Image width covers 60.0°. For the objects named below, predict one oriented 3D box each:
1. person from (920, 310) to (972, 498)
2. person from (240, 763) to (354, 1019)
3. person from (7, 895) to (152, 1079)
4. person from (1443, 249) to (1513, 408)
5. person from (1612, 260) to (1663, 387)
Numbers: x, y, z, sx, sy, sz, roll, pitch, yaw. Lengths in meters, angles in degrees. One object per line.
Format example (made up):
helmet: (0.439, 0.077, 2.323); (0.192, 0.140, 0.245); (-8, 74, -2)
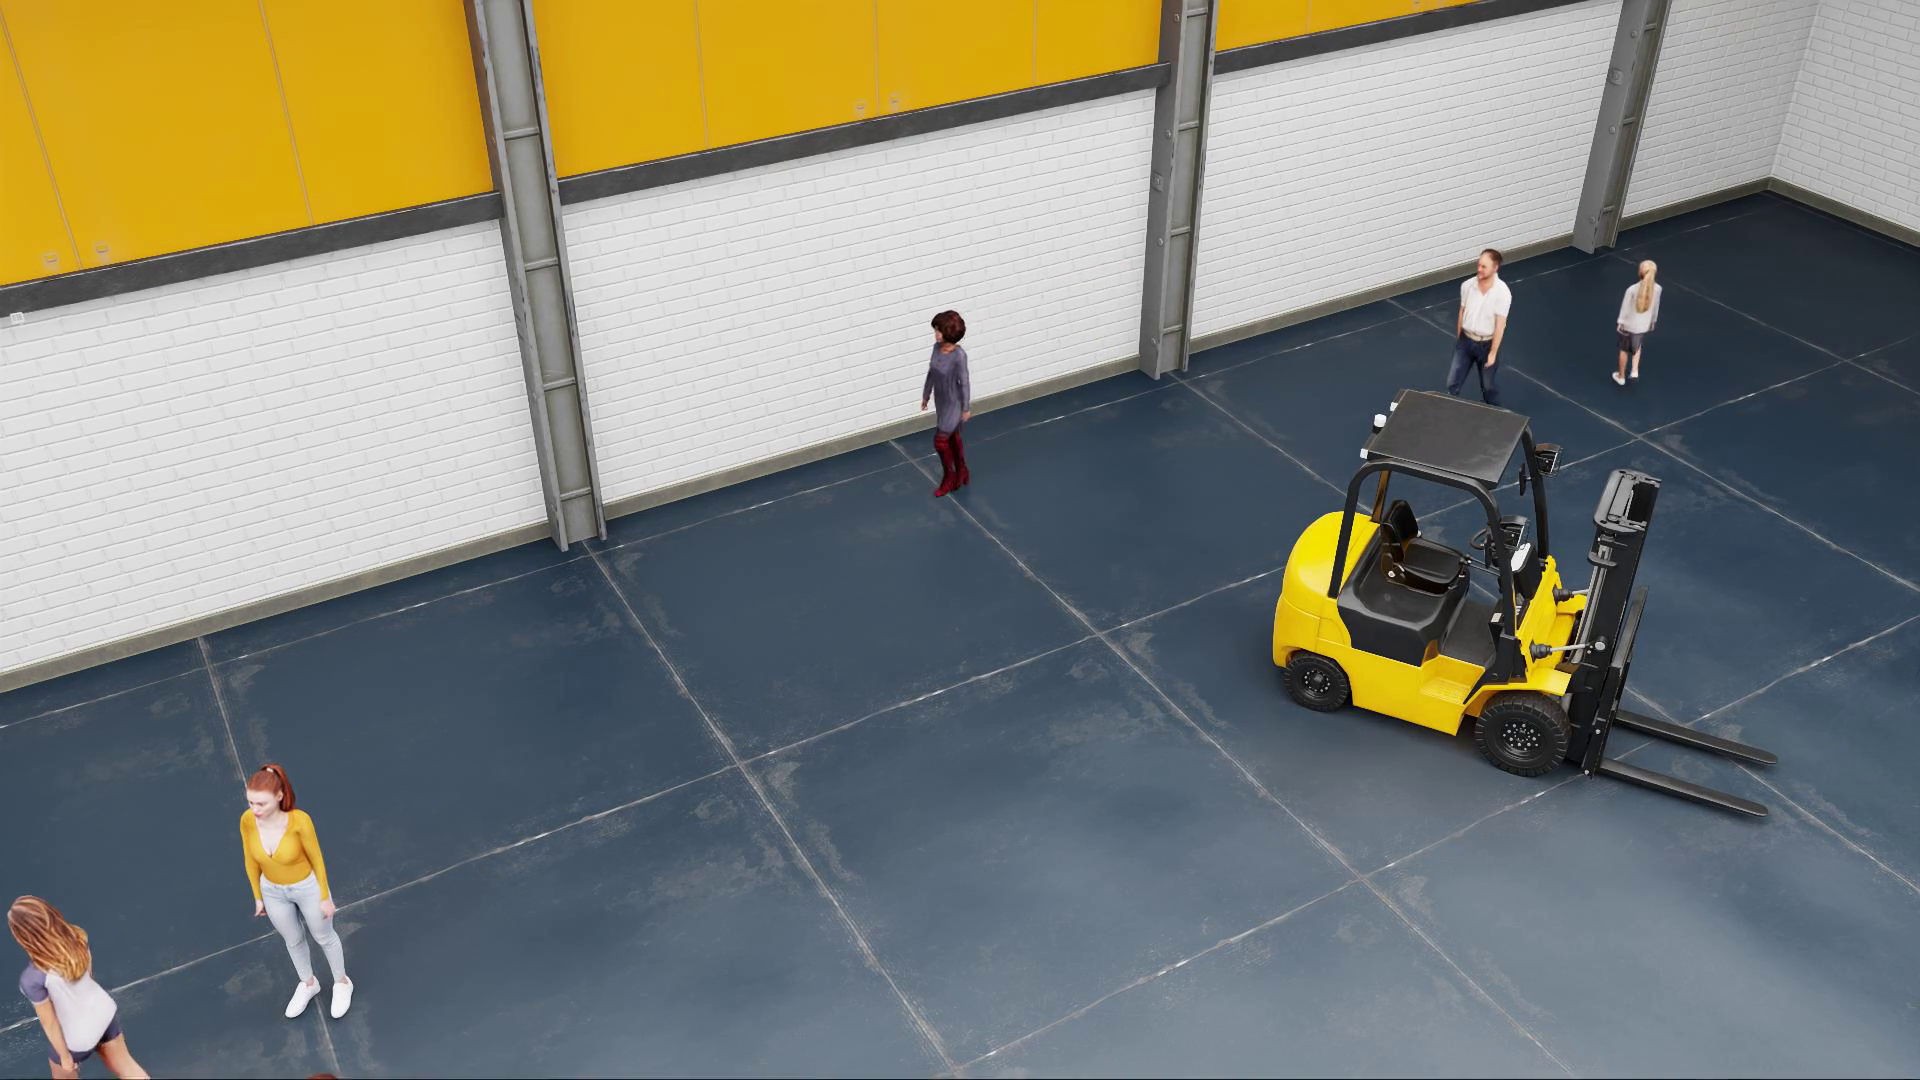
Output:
person: (-0.018, -1.167, 14.103); (0.626, 1.696, 0.598); (-19, 38, -26)
person: (-3.729, 1.972, 9.331); (0.651, 1.750, 0.749); (1, 34, 1)
person: (-4.429, 2.522, 8.551); (1.023, 1.698, 0.951); (7, 34, 11)
person: (4.709, -1.751, 14.868); (1.269, 1.822, 0.843); (-26, 41, -33)
person: (6.453, -2.039, 15.801); (0.592, 1.268, 0.671); (-2, 34, -3)
